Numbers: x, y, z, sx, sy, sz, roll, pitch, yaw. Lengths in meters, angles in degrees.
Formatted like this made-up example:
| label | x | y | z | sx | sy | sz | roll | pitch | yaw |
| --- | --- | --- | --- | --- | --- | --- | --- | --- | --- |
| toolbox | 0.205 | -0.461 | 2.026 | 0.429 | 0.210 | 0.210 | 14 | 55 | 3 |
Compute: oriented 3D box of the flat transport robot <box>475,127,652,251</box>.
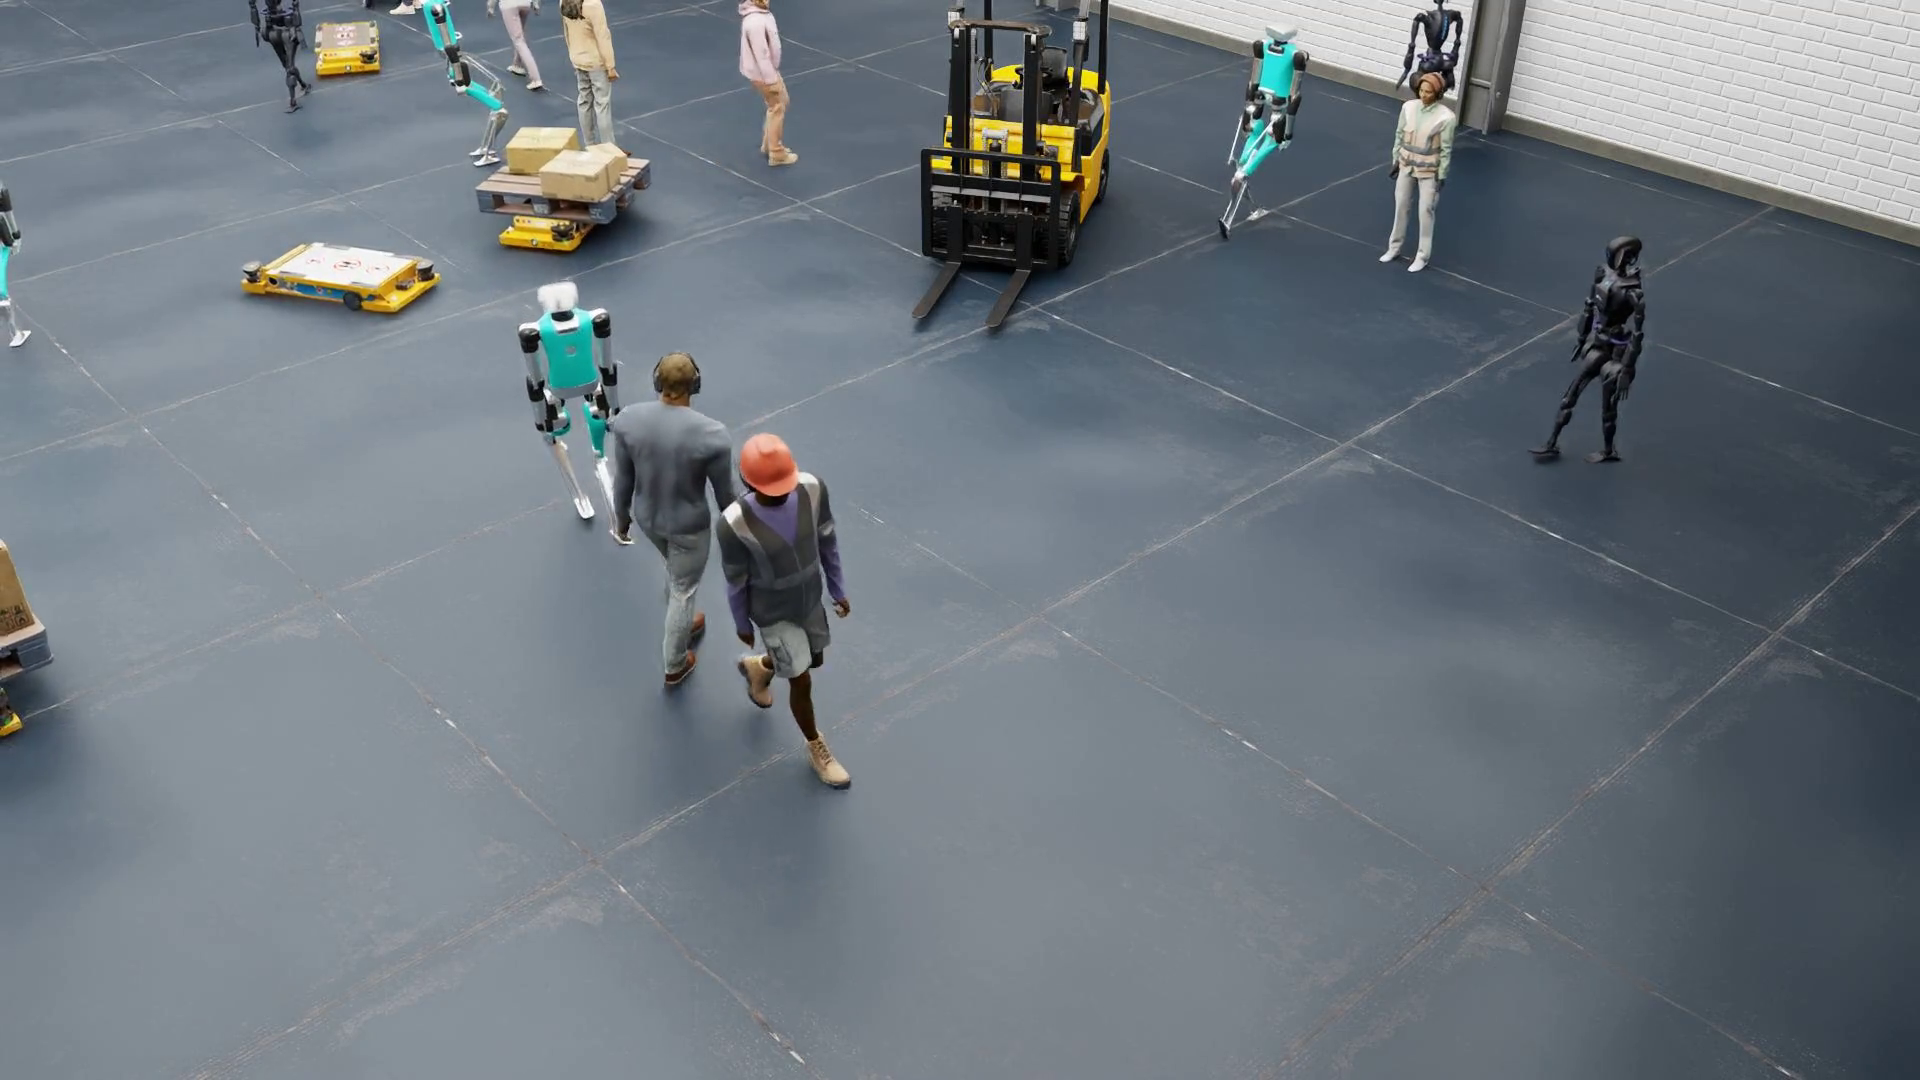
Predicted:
| label | x | y | z | sx | sy | sz | roll | pitch | yaw |
| --- | --- | --- | --- | --- | --- | --- | --- | --- | --- |
| flat transport robot | -3.451 | -2.924 | 14.668 | 0.659 | 0.231 | 1.431 | 7 | 34 | 11 |

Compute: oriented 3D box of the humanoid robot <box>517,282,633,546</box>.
| label | x | y | z | sx | sy | sz | roll | pitch | yaw |
| --- | --- | --- | --- | --- | --- | --- | --- | --- | --- |
| humanoid robot | -2.371 | -0.835 | 10.138 | 0.548 | 1.775 | 0.835 | -12 | 35 | -18 |

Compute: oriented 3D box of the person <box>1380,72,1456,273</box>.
| label | x | y | z | sx | sy | sz | roll | pitch | yaw |
| --- | --- | --- | --- | --- | --- | --- | --- | --- | --- |
| person | 3.740 | -2.993 | 13.524 | 0.313 | 1.632 | 0.519 | -26 | 41 | -34 |

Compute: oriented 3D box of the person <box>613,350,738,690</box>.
| label | x | y | z | sx | sy | sz | roll | pitch | yaw |
| --- | --- | --- | --- | --- | --- | --- | --- | --- | --- |
| person | -1.469 | -0.131 | 8.885 | 0.647 | 1.892 | 0.766 | 10 | 34 | 15 |

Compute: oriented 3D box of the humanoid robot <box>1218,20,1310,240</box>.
| label | x | y | z | sx | sy | sz | roll | pitch | yaw |
| --- | --- | --- | --- | --- | --- | --- | --- | --- | --- |
| humanoid robot | 2.444 | -3.446 | 14.138 | 0.946 | 1.774 | 0.550 | -28 | 42 | -36 |

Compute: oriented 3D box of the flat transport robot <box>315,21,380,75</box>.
| label | x | y | z | sx | sy | sz | roll | pitch | yaw |
| --- | --- | --- | --- | --- | --- | --- | --- | --- | --- |
| flat transport robot | -6.881 | -5.544 | 18.693 | 0.659 | 0.231 | 1.431 | -9 | 34 | -14 |

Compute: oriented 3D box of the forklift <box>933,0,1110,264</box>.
| label | x | y | z | sx | sy | sz | roll | pitch | yaw |
| --- | --- | --- | --- | --- | --- | --- | --- | --- | --- |
| forklift | 0.570 | -3.725 | 14.138 | 1.214 | 2.155 | 2.313 | 9 | 34 | 13 |

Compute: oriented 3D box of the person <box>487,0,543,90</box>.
| label | x | y | z | sx | sy | sz | roll | pitch | yaw |
| --- | --- | --- | --- | --- | --- | --- | --- | --- | --- |
| person | -4.705 | -5.661 | 17.543 | 0.884 | 1.711 | 0.533 | 25 | 41 | 33 |

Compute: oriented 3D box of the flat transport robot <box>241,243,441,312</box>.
| label | x | y | z | sx | sy | sz | roll | pitch | yaw |
| --- | --- | --- | --- | --- | --- | --- | --- | --- | --- |
| flat transport robot | -5.008 | -2.130 | 13.447 | 1.431 | 0.231 | 0.659 | 10 | 34 | 15 |

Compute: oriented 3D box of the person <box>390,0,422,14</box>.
| label | x | y | z | sx | sy | sz | roll | pitch | yaw |
| --- | --- | --- | --- | --- | --- | --- | --- | --- | --- |
| person | -6.720 | -7.252 | 19.852 | 0.410 | 1.870 | 0.796 | 4 | 33 | 6 |

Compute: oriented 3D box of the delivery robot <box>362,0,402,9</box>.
| label | x | y | z | sx | sy | sz | roll | pitch | yaw |
| --- | --- | --- | --- | --- | --- | --- | --- | --- | --- |
| delivery robot | -7.213 | -6.926 | 20.530 | 0.499 | 0.566 | 0.739 | -19 | 38 | -26 |

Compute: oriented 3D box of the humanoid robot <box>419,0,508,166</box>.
| label | x | y | z | sx | sy | sz | roll | pitch | yaw |
| --- | --- | --- | --- | --- | --- | --- | --- | --- | --- |
| humanoid robot | -4.552 | -4.389 | 15.551 | 0.756 | 1.748 | 0.533 | -14 | 36 | -21 |

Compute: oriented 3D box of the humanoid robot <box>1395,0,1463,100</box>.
| label | x | y | z | sx | sy | sz | roll | pitch | yaw |
| --- | --- | --- | --- | --- | --- | --- | --- | --- | --- |
| humanoid robot | 4.439 | -4.462 | 15.777 | 0.597 | 1.625 | 0.766 | -8 | 34 | -12 |

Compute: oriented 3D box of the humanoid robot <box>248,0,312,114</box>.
| label | x | y | z | sx | sy | sz | roll | pitch | yaw |
| --- | --- | --- | --- | --- | --- | --- | --- | --- | --- |
| humanoid robot | -6.949 | -5.266 | 17.027 | 0.590 | 1.632 | 0.776 | 6 | 34 | 10 |

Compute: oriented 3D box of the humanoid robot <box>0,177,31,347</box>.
| label | x | y | z | sx | sy | sz | roll | pitch | yaw |
| --- | --- | --- | --- | --- | --- | --- | --- | --- | --- |
| humanoid robot | -7.196 | -2.086 | 12.093 | 0.549 | 1.832 | 0.867 | -5 | 33 | -7 |

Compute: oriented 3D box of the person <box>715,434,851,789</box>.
| label | x | y | z | sx | sy | sz | roll | pitch | yaw |
| --- | --- | --- | --- | --- | --- | --- | --- | --- | --- |
| person | -0.907 | 0.272 | 8.166 | 0.640 | 2.003 | 0.834 | -27 | 41 | -35 |

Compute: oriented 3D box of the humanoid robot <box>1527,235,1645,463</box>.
| label | x | y | z | sx | sy | sz | roll | pitch | yaw |
| --- | --- | --- | --- | --- | --- | --- | --- | --- | --- |
| humanoid robot | 4.141 | -1.197 | 10.747 | 0.705 | 1.635 | 0.612 | -9 | 34 | -13 |

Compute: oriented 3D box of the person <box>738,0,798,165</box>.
| label | x | y | z | sx | sy | sz | roll | pitch | yaw |
| --- | --- | --- | --- | --- | --- | --- | --- | --- | --- |
| person | -1.801 | -4.339 | 15.484 | 0.485 | 1.746 | 0.583 | -2 | 33 | -3 |

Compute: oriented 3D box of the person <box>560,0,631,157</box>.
| label | x | y | z | sx | sy | sz | roll | pitch | yaw |
| --- | --- | --- | --- | --- | --- | --- | --- | --- | --- |
| person | -3.466 | -4.486 | 15.598 | 0.552 | 1.877 | 0.414 | 23 | 39 | 31 |

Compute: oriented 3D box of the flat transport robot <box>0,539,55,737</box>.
| label | x | y | z | sx | sy | sz | roll | pitch | yaw |
| --- | --- | --- | --- | --- | --- | --- | --- | --- | --- |
| flat transport robot | -5.666 | 0.773 | 8.985 | 0.659 | 0.231 | 1.431 | -28 | 42 | -36 |
